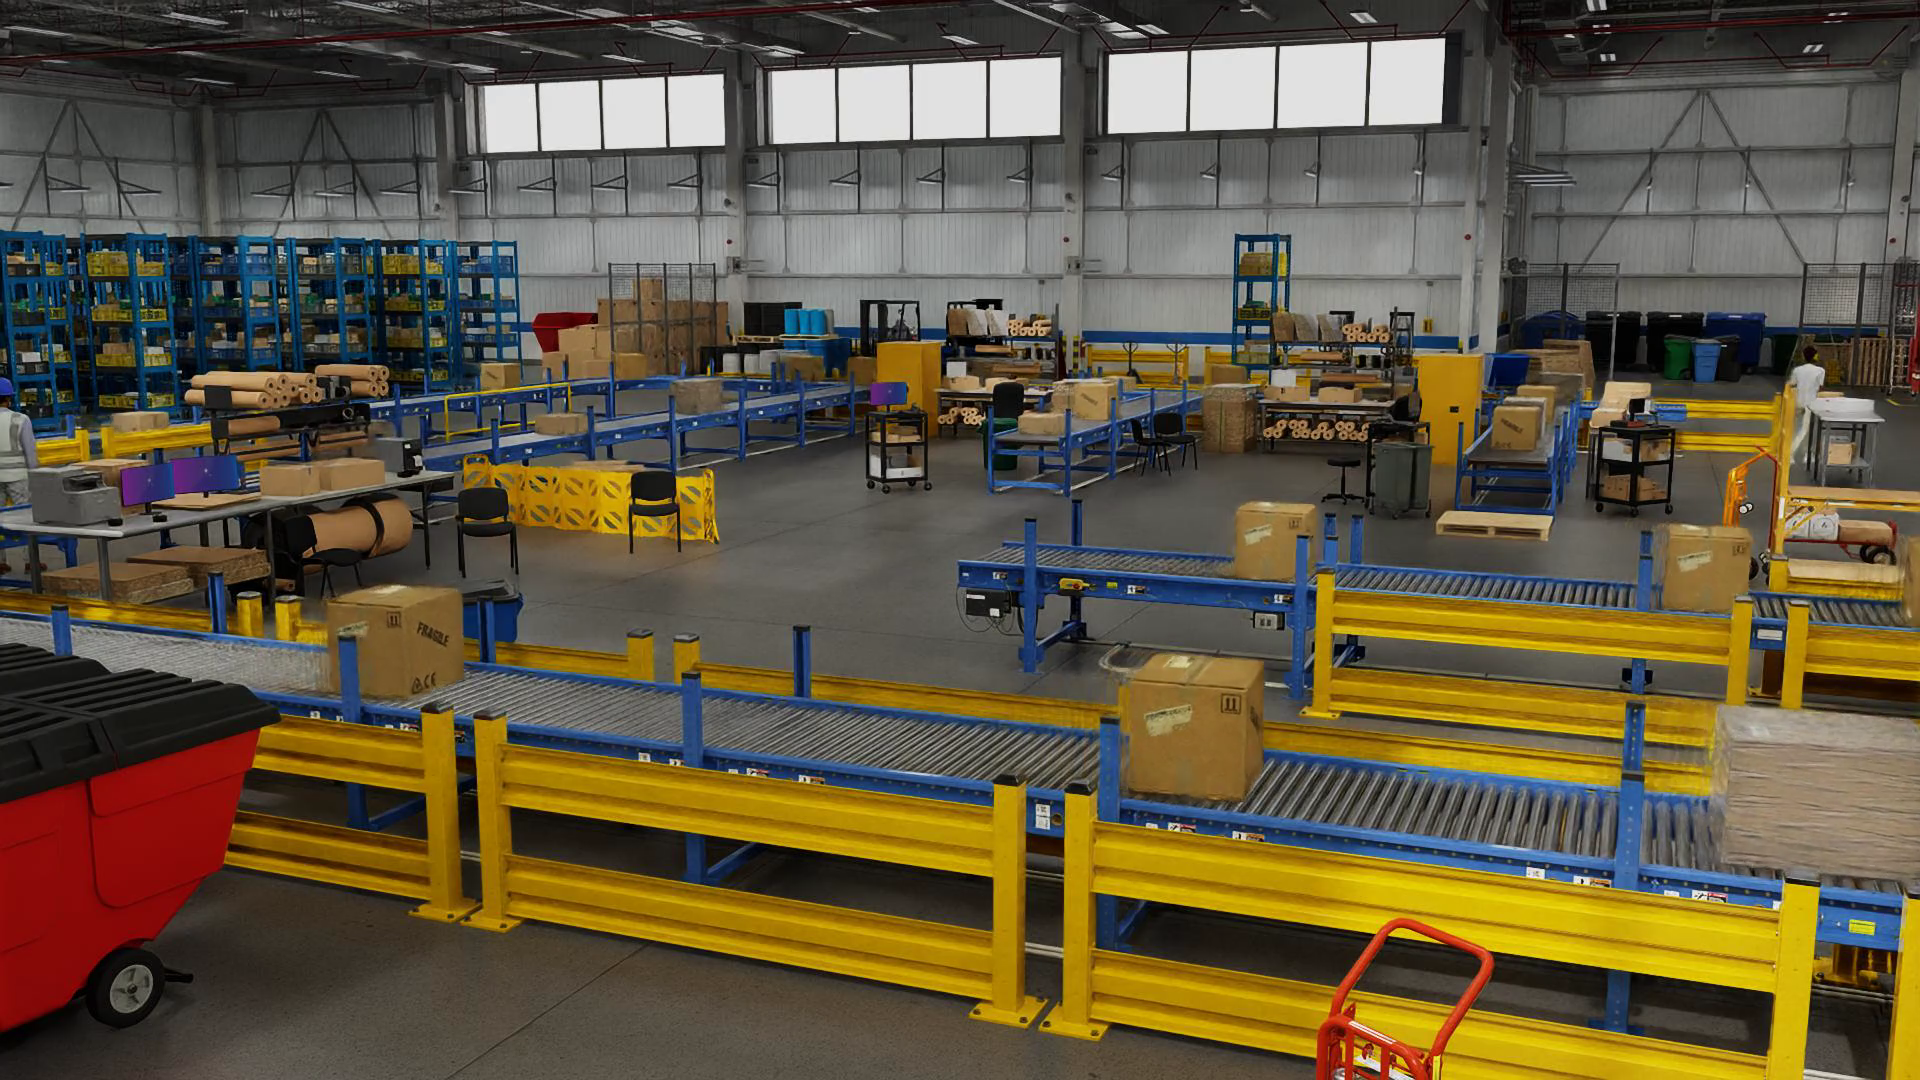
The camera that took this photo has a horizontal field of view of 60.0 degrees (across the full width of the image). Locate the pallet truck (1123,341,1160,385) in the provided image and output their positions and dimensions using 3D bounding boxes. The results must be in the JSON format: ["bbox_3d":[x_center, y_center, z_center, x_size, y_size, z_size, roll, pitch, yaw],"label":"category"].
[{"bbox_3d":[4.445,-4.380,41.279,0.680,1.201,1.601,4,10,22],"label":"pallet truck"}]

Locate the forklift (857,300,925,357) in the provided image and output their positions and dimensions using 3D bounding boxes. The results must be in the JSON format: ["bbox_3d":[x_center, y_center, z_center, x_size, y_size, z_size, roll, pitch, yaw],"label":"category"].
[{"bbox_3d":[-1.732,-5.109,42.468,1.157,1.987,2.680,4,10,22],"label":"forklift"}]

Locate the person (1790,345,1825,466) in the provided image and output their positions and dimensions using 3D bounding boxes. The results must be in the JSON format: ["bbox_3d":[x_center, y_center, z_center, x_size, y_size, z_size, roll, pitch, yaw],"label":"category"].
[{"bbox_3d":[12.878,-2.049,25.364,0.925,1.843,0.504,-5,11,-28],"label":"person"}]

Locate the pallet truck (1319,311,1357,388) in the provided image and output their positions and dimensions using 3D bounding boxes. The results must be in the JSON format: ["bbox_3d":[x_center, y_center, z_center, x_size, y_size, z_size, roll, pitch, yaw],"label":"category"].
[{"bbox_3d":[9.071,-4.419,39.190,0.823,1.965,1.885,5,10,26],"label":"pallet truck"}]

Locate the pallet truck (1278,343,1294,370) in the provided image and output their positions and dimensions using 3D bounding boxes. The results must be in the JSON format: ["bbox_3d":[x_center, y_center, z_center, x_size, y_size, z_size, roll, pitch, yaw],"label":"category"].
[{"bbox_3d":[7.886,-4.163,39.743,0.653,1.274,1.630,4,10,22],"label":"pallet truck"}]

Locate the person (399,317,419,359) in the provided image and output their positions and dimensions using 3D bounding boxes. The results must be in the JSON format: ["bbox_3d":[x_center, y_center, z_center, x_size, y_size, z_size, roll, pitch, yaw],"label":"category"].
[{"bbox_3d":[-15.559,-5.673,46.934,0.625,1.960,0.665,-9,13,-43],"label":"person"}]

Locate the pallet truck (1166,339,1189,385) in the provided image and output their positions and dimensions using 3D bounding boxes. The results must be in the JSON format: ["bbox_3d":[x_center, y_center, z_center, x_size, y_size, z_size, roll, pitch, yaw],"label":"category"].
[{"bbox_3d":[5.418,-4.269,40.420,0.704,1.261,1.522,3,10,20],"label":"pallet truck"}]

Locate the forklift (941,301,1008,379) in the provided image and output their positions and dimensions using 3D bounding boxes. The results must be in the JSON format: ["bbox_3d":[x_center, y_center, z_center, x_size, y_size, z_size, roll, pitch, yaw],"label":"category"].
[{"bbox_3d":[0.365,-4.966,41.571,1.157,1.987,2.680,3,10,20],"label":"forklift"}]

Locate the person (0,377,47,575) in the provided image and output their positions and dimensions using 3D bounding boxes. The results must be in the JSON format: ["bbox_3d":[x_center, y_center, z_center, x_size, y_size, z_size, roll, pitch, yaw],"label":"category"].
[{"bbox_3d":[-9.352,-0.621,16.325,0.604,1.949,0.389,-1,9,-7],"label":"person"}]

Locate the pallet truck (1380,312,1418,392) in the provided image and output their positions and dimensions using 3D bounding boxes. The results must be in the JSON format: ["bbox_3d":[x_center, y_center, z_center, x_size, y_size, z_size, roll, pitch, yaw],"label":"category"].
[{"bbox_3d":[10.207,-4.283,38.369,0.823,1.965,1.885,3,10,20],"label":"pallet truck"}]
